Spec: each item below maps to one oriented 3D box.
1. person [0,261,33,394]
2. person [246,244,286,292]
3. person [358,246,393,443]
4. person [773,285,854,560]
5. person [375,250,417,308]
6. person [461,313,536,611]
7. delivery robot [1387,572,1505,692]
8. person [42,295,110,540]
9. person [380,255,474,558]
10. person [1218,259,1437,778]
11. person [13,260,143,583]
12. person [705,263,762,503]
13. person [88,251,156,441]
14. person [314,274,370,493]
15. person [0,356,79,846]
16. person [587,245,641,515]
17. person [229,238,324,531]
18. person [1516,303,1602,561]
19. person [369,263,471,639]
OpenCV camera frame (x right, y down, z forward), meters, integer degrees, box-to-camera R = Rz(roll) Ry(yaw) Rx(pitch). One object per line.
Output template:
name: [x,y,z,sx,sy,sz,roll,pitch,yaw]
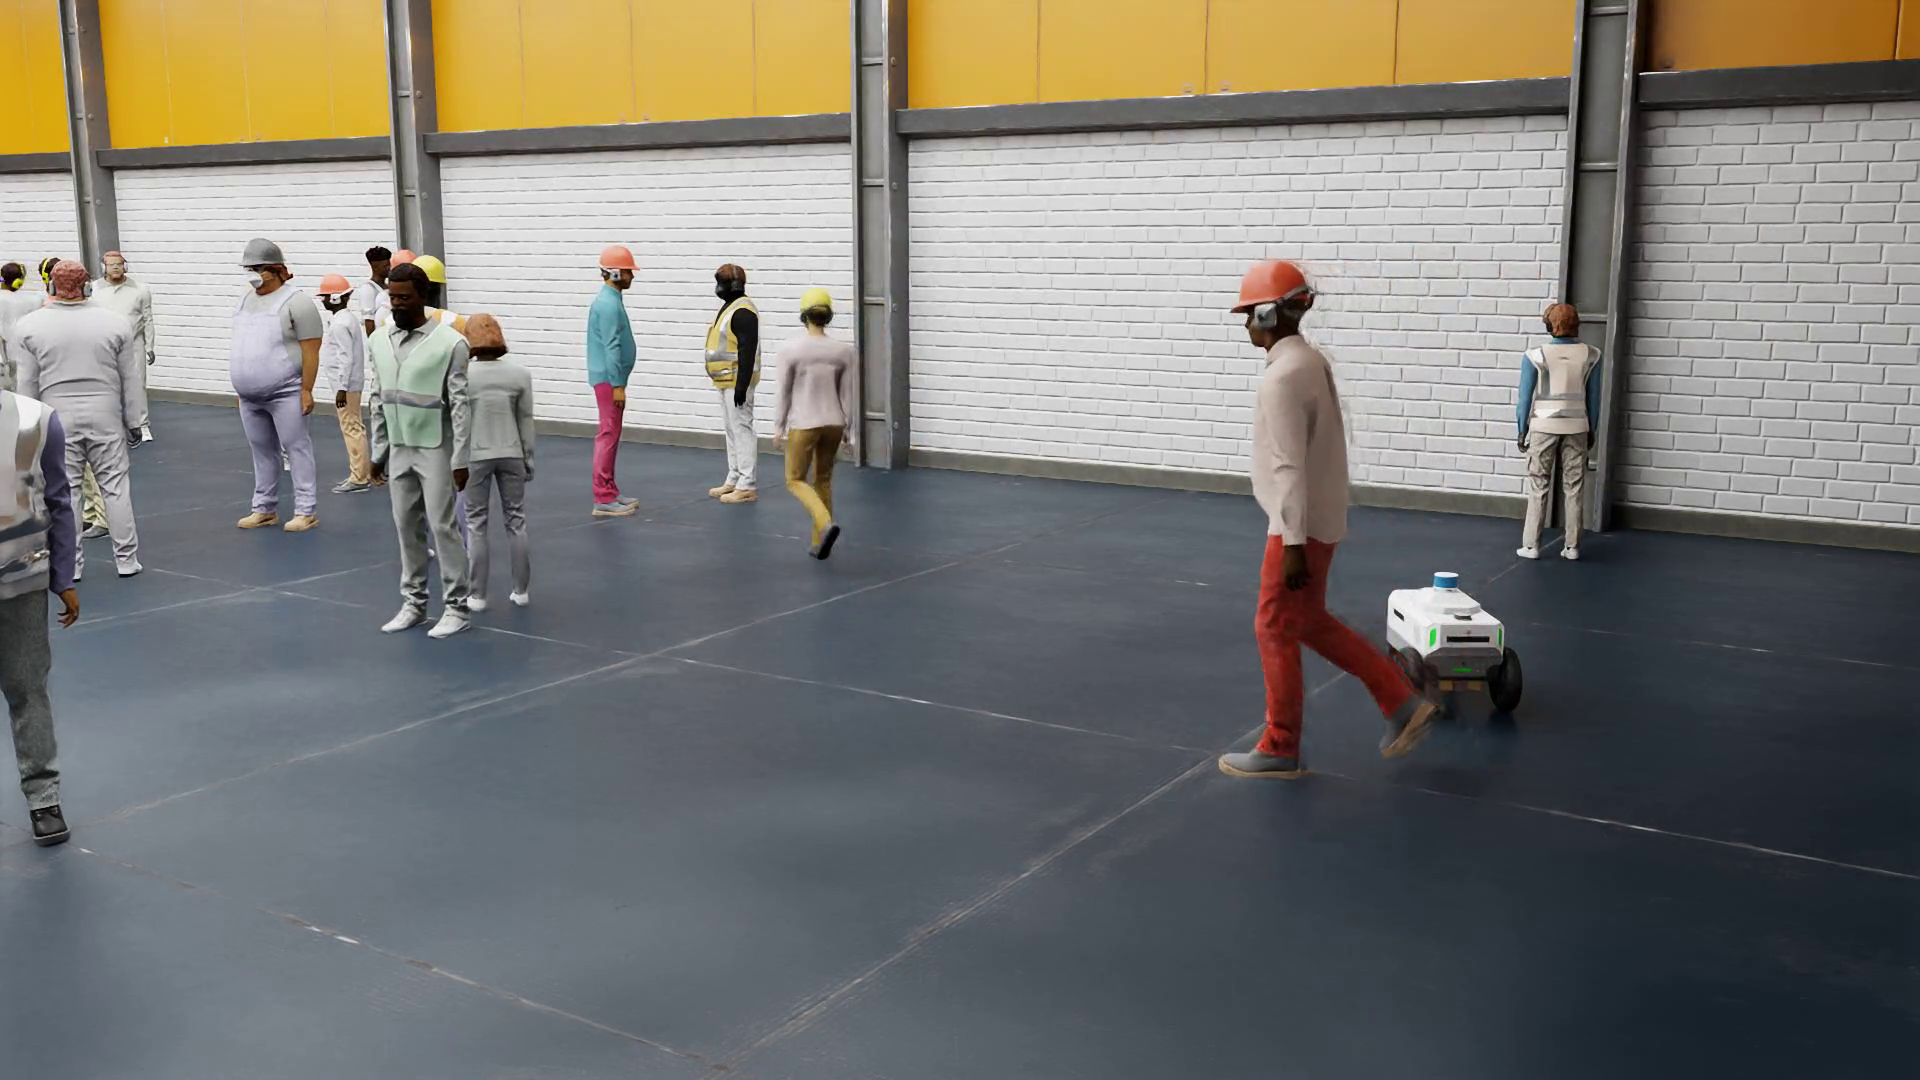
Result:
person: [-8.784,-1.632,15.258,0.583,1.831,0.407,-10,14,-44]
person: [-7.067,-2.048,17.115,0.613,1.990,0.405,7,12,34]
person: [-5.783,-1.953,16.659,0.361,1.964,0.617,0,10,0]
person: [-0.881,-0.711,10.386,0.526,1.744,0.580,-6,12,-30]
person: [-4.872,-1.591,14.733,0.374,1.935,0.552,7,12,34]
person: [-2.576,-0.427,9.137,0.507,1.628,0.281,-7,12,-32]
delivery robot: [2.137,0.386,7.351,0.477,0.478,0.707,0,10,0]
person: [-5.989,-0.882,11.310,0.327,1.753,0.563,-8,13,-39]
person: [-3.295,-0.804,10.405,0.594,1.924,0.373,1,10,7]
person: [1.351,-0.053,6.175,0.768,1.958,0.653,4,11,20]
person: [-5.219,-0.702,9.894,0.651,1.906,0.403,-6,12,-30]
person: [-1.761,-1.214,12.915,0.429,1.842,0.627,-4,11,-21]
person: [-8.415,-1.927,16.668,0.646,1.913,0.409,-5,11,-26]
person: [-4.978,-1.259,13.404,0.343,1.749,0.573,-2,11,-13]
person: [-3.233,0.134,5.483,0.588,1.827,0.403,-6,12,-29]
person: [-2.547,-1.180,12.343,0.416,1.986,0.608,-2,10,-8]
person: [-4.808,-1.074,11.581,0.689,2.000,0.539,3,11,18]
person: [3.768,-0.673,10.498,0.514,1.634,0.313,1,10,3]
person: [-2.745,-0.456,8.531,0.593,1.910,0.387,5,11,24]
